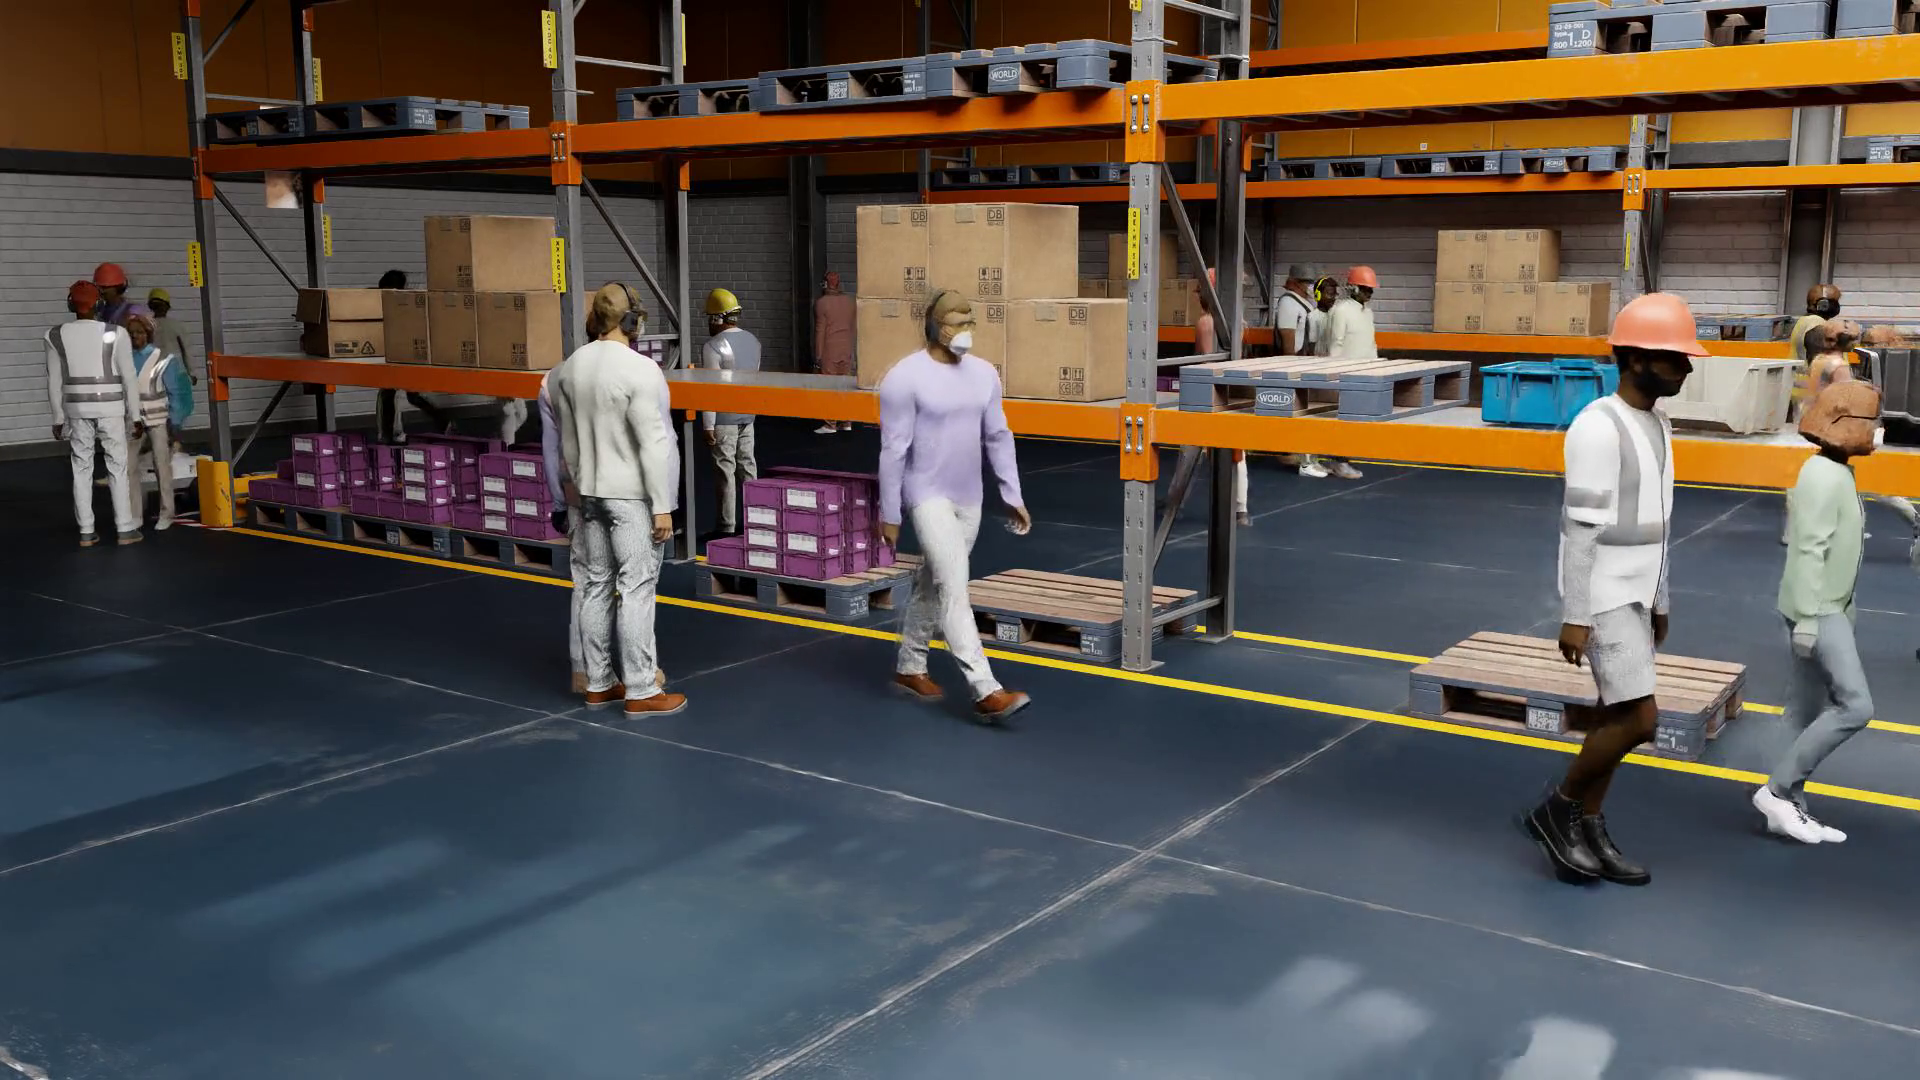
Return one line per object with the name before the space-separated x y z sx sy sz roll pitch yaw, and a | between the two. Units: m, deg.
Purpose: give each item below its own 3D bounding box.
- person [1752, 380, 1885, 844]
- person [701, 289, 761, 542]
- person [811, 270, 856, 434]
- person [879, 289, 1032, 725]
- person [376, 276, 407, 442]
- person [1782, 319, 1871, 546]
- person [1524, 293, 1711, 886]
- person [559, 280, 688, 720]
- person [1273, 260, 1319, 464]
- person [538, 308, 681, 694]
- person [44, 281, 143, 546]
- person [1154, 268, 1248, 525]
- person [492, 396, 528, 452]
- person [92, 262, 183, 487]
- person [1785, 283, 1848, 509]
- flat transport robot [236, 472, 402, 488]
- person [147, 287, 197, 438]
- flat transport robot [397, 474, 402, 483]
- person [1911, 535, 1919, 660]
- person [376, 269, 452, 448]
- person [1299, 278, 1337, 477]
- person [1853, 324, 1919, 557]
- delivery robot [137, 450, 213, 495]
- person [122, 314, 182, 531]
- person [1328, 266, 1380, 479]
person | 2.986 0.262 5.707 0.351 1.617 0.526 6 11 31
person | -1.666 -0.883 11.955 0.403 1.827 0.588 6 11 31
person | -1.508 -2.194 19.501 0.401 1.910 0.641 8 12 40
person | -0.002 -0.148 7.351 0.653 1.885 1.005 -9 13 -42
person | -6.375 -2.021 18.604 0.516 1.863 0.332 6 11 33
person | 6.190 -0.735 11.677 0.744 1.607 0.531 2 10 10
person | 2.123 0.180 5.314 0.413 1.919 0.577 9 13 43
person | -1.499 -0.174 7.381 0.635 1.937 0.361 8 12 39
person | 3.417 -1.787 16.679 0.537 2.000 0.689 4 10 21
person | -1.619 -0.179 7.762 0.645 1.835 0.430 1 10 6
person | -6.142 -0.890 11.820 0.595 1.879 0.344 -2 10 -12
person | 1.882 -1.111 12.897 0.946 1.952 0.661 9 13 42
person | -4.425 -1.505 16.228 0.407 1.614 0.553 0 10 -2
person | -7.503 -1.495 15.046 0.643 2.016 0.720 6 11 30
person | 6.855 -1.124 13.324 0.429 1.844 0.627 3 10 15
flat transport robot | -5.486 -0.473 14.115 1.431 0.197 0.652 -5 11 -29
person | -8.191 -1.727 17.167 0.565 1.751 0.608 0 10 -1
flat transport robot | -4.322 -0.614 14.958 1.431 0.197 0.652 -7 12 -34
person | 5.022 -0.274 8.343 0.478 1.815 0.597 6 11 30
person | -5.934 -1.940 17.906 0.605 1.944 0.822 6 11 33
person | 3.389 -1.526 15.652 0.311 1.865 0.532 5 11 27
person | 6.170 -0.629 11.096 0.655 1.614 0.504 -1 10 -7
delivery robot | -6.481 -0.564 13.534 0.477 0.478 0.707 7 12 38
person | -6.048 -0.851 12.305 0.553 1.617 0.605 -1 10 -5
person | 3.663 -1.542 15.421 0.493 1.970 0.648 7 12 36
